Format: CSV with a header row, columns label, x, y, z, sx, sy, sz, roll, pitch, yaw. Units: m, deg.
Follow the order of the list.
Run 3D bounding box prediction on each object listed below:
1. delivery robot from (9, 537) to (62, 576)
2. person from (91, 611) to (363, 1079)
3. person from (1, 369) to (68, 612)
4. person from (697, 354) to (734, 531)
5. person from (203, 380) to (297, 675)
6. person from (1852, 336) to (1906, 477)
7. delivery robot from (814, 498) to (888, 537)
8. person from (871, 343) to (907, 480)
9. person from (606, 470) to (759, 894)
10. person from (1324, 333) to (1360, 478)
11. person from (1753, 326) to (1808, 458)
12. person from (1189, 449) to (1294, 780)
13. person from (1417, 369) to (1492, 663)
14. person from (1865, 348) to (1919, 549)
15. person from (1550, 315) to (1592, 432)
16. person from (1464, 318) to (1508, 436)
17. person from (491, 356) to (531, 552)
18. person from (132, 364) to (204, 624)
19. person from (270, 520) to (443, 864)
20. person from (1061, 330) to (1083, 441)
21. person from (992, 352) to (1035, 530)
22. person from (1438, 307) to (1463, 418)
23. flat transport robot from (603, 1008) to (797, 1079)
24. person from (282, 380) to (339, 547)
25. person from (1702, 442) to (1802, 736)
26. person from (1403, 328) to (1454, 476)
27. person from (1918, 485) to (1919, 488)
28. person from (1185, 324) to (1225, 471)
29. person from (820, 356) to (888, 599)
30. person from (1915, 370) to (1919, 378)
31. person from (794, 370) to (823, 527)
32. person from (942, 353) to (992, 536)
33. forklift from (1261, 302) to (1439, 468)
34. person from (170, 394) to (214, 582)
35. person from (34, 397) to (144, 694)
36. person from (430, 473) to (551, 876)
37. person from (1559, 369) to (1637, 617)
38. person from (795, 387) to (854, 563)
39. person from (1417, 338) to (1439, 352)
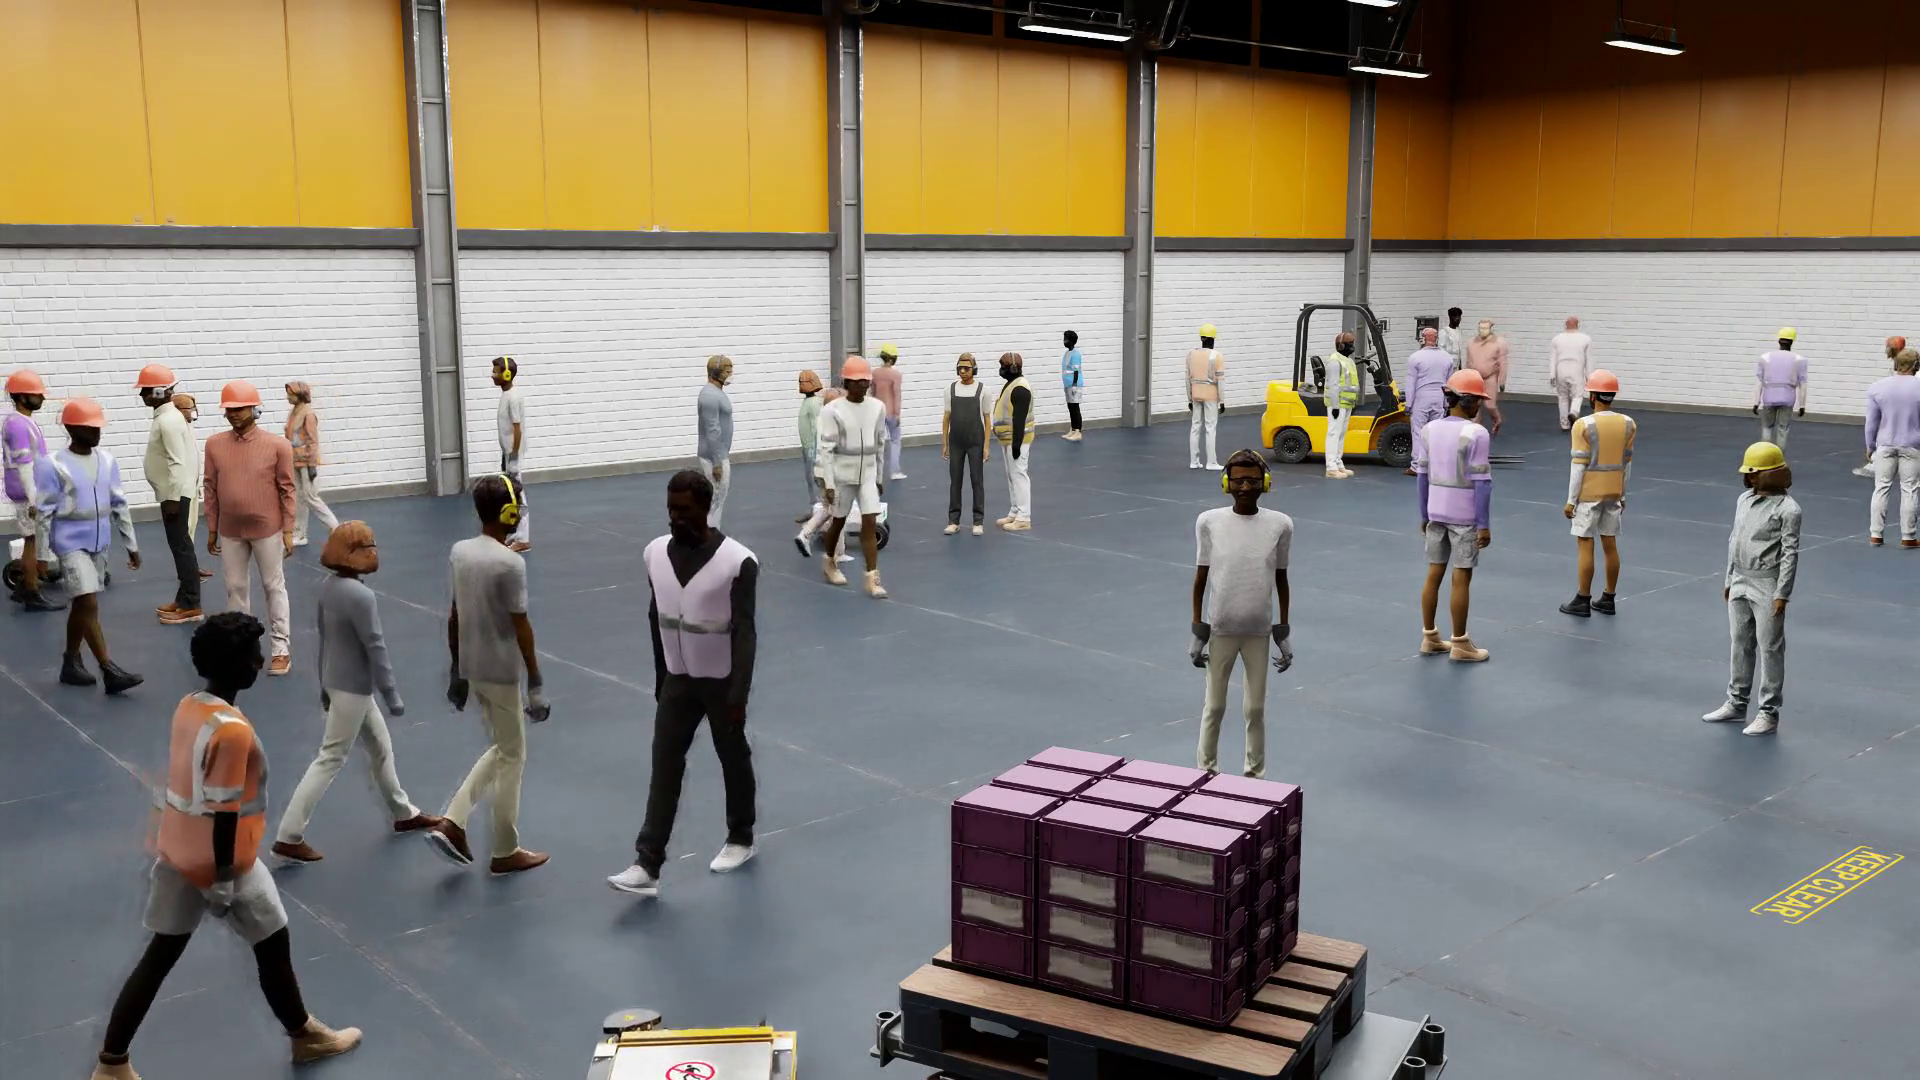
label,x,y,z,sx,sy,sz,roll,pitch,yaw
delivery robot,-7.643,0.094,14.107,0.707,0.478,0.477,0,10,2
person,-2.539,1.060,5.555,0.891,1.648,0.540,-10,14,-44
person,-7.333,-0.383,13.156,0.369,1.931,0.559,-3,10,-20
person,-2.205,-0.726,15.152,0.373,1.935,0.628,-1,10,-6
person,-4.766,-0.077,11.164,0.608,1.996,0.380,0,10,0
person,11.911,-1.651,20.925,0.585,1.832,1.029,-9,13,-43
delivery robot,-1.056,-0.241,16.066,0.707,0.478,0.477,0,10,-1
person,-0.974,-1.586,20.765,0.529,1.741,0.734,7,12,37
person,-1.194,0.637,7.326,0.623,1.871,0.958,5,11,25
person,4.870,-1.716,21.214,0.430,1.845,0.623,6,11,30
person,10.667,-1.816,21.610,0.609,1.905,0.594,6,11,32
person,1.410,0.470,8.328,0.518,1.873,0.328,1,10,3
person,3.457,-0.167,11.577,0.394,2.037,0.605,-6,11,-30
person,9.058,-0.876,16.033,0.627,1.933,0.371,8,13,40
person,9.703,-2.634,26.464,0.645,1.878,0.655,5,11,26
person,8.040,-2.448,25.395,0.639,1.890,0.605,8,13,40
person,-4.284,-0.809,15.837,0.328,1.867,0.522,-4,10,-20
person,-6.091,-0.356,12.805,0.397,1.992,0.623,-5,11,-26
person,-2.879,0.706,7.813,0.864,1.598,0.499,-7,12,-37
person,1.714,-2.365,25.463,0.321,1.691,0.537,-2,10,-14
person,0.549,-1.021,17.191,0.430,1.835,0.621,-2,10,-9
person,8.385,-3.001,28.423,0.609,1.954,0.394,-8,13,-39
flat transport robot,-0.839,1.824,5.083,0.652,0.197,1.431,-1,10,-4
person,-6.321,-0.727,16.087,0.467,1.647,0.527,-9,13,-43
person,4.696,0.282,9.826,0.307,1.736,0.484,-3,10,-17
person,5.985,-1.763,21.333,0.643,1.902,0.401,-3,10,-18
person,11.906,-1.442,20.203,0.514,1.641,0.307,1,10,4
person,3.237,-1.874,21.889,0.587,1.927,0.363,8,13,40
person,-0.916,-0.548,13.938,0.623,2.002,1.019,-5,11,-27
person,10.527,-1.203,18.090,0.572,1.883,0.358,5,11,29
person,-1.571,-0.956,17.372,0.284,1.633,0.497,-3,10,-16
person,0.065,-0.962,16.789,0.507,1.846,0.345,2,10,12
forklift,5.320,-2.157,22.763,2.313,2.155,1.214,3,10,16
person,-6.697,-0.451,14.417,0.275,1.632,0.507,-2,10,-12
person,-5.594,0.039,10.737,0.906,1.904,0.582,4,10,22
person,-2.101,0.626,7.488,0.506,1.848,0.447,9,13,44
person,4.972,-0.361,13.002,0.544,1.939,0.354,-3,10,-17
person,-1.214,-0.576,15.169,0.476,1.623,0.527,-8,12,-38
person,6.968,-2.283,24.756,0.525,1.768,0.315,-4,10,-20
